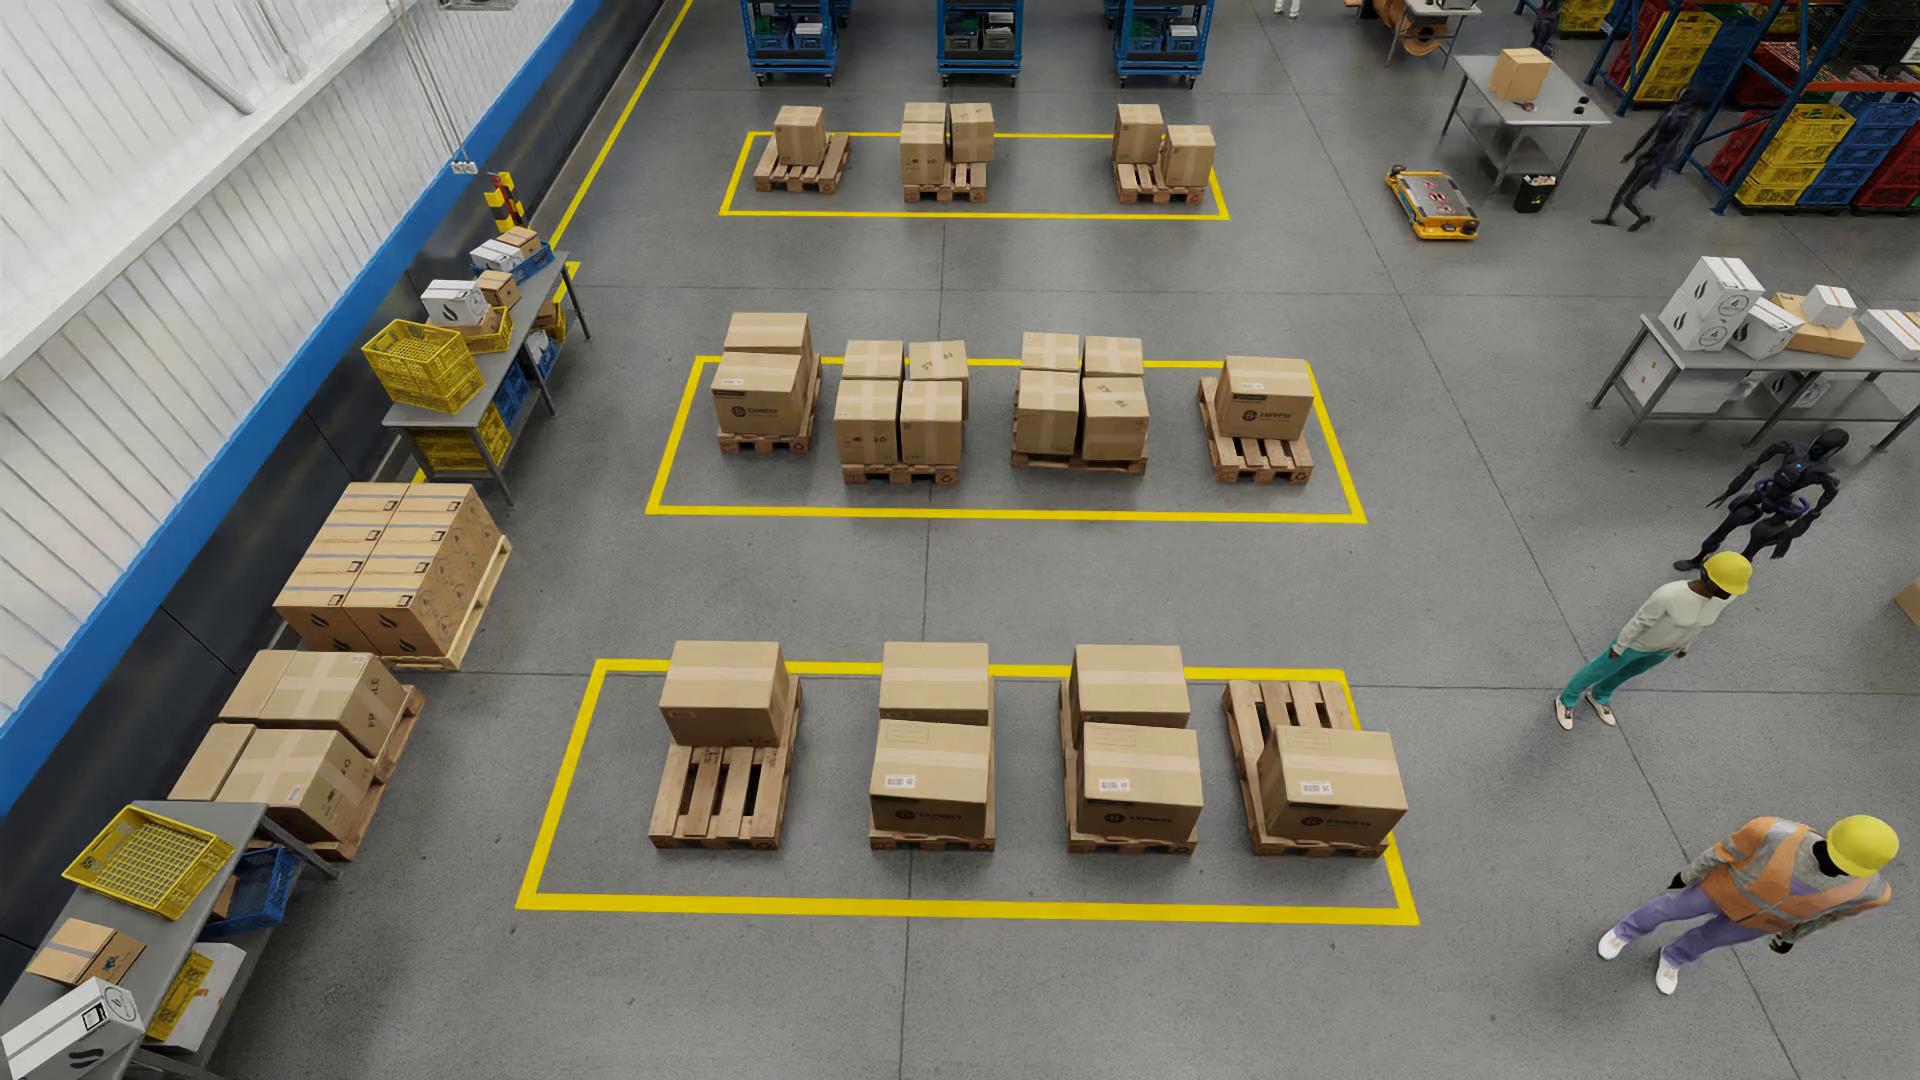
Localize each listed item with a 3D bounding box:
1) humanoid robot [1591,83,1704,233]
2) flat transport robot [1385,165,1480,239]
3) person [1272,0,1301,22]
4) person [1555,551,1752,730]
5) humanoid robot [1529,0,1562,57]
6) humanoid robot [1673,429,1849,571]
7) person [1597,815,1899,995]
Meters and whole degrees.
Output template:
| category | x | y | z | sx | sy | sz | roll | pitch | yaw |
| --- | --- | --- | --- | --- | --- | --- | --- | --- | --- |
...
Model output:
| category | x | y | z | sx | sy | sz | roll | pitch | yaw |
| --- | --- | --- | --- | --- | --- | --- | --- | --- | --- |
| humanoid robot | 7.775 | -4.267 | 10.298 | 0.502 | 1.637 | 0.599 | 8 | 50 | 7 |
| flat transport robot | 5.692 | -4.094 | 11.059 | 0.652 | 0.197 | 1.431 | 1 | 49 | 1 |
| person | 5.415 | -9.269 | 14.497 | 0.355 | 1.875 | 0.574 | -35 | 58 | -26 |
| person | 4.501 | 0.675 | 5.957 | 0.523 | 1.769 | 0.314 | -3 | 49 | -3 |
| humanoid robot | 7.565 | -6.357 | 12.121 | 0.720 | 1.618 | 0.775 | 27 | 55 | 22 |
| humanoid robot | 5.946 | -0.197 | 6.776 | 0.364 | 1.649 | 0.602 | -12 | 50 | -10 |
| person | 4.107 | 1.904 | 4.789 | 0.588 | 1.926 | 0.385 | 32 | 56 | 25 |
